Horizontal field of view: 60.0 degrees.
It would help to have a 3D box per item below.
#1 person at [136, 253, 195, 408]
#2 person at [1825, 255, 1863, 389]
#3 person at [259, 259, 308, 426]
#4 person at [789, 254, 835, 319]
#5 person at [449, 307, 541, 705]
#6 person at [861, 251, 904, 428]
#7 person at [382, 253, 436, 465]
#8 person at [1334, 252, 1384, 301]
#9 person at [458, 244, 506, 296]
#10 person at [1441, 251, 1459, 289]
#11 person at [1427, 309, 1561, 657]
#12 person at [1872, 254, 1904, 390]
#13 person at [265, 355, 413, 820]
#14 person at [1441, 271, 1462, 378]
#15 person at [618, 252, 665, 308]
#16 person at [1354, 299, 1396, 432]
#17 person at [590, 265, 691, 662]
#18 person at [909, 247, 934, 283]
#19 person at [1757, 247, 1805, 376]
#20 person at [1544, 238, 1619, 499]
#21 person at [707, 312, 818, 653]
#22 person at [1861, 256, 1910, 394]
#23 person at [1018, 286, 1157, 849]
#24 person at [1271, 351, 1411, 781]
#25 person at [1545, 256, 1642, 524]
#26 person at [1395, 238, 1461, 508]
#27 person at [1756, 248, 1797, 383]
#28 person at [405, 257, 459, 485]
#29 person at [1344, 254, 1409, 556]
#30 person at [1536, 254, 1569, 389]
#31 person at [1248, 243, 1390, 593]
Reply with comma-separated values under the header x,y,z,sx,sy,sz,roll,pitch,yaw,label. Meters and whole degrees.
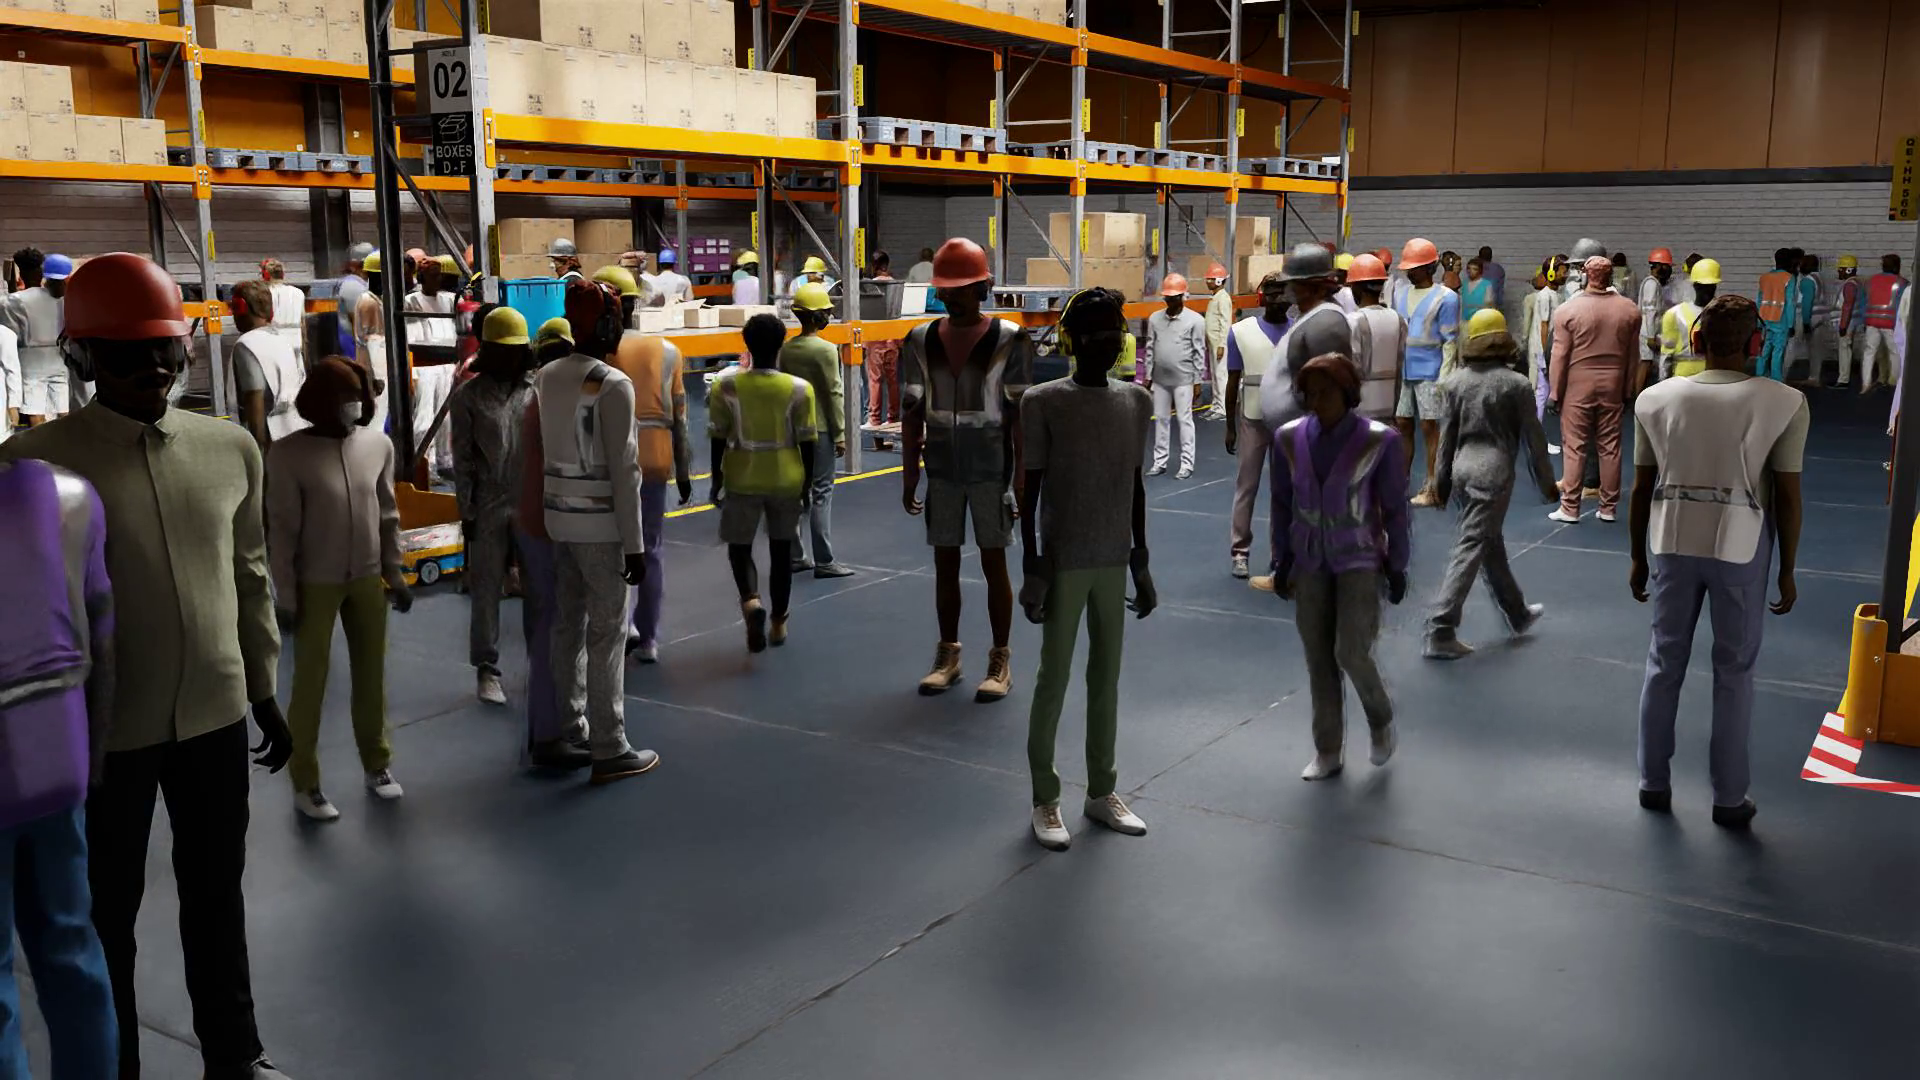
x,y,z,sx,sy,sz,roll,pitch,yaw,label
-7.933,-1.870,16.407,0.700,1.902,0.635,1,10,8,person
12.077,-2.970,22.692,0.403,1.825,0.593,6,12,29,person
-6.811,-1.897,16.715,0.401,1.835,0.563,8,13,36,person
-1.831,-2.682,21.036,0.627,1.847,0.429,0,10,2,person
-1.960,-0.147,7.291,0.484,1.739,0.320,-6,12,-32,person
-0.820,-2.116,17.741,0.598,1.908,0.410,-9,14,-42,person
-4.932,-1.624,15.008,0.584,1.911,0.391,1,10,4,person
4.170,-2.115,17.784,0.703,1.896,0.362,0,10,0,person
-5.249,-2.253,18.254,0.625,1.993,0.401,-2,10,-12,person
8.108,-3.875,27.645,0.346,1.847,0.506,2,10,10,person
2.634,-0.288,8.208,0.930,1.674,0.506,-6,12,-30,person
12.634,-2.959,22.612,0.396,1.836,0.562,0,10,2,person
-2.207,0.151,5.930,0.291,1.630,0.506,8,13,37,person
6.171,-2.573,21.017,0.270,1.631,0.509,2,10,10,person
-3.123,-1.788,15.913,0.651,1.906,0.401,-2,10,-13,person
2.690,-0.785,11.088,0.514,1.642,0.310,-6,12,-30,person
-1.577,-0.352,7.955,0.626,1.903,0.461,-6,12,-29,person
-0.600,-4.052,28.445,0.642,1.917,0.800,3,11,17,person
11.624,-3.179,23.540,0.678,1.931,0.685,3,11,16,person
4.870,-1.343,13.074,0.536,2.000,0.688,0,10,2,person
-0.949,-0.263,8.097,0.542,1.673,0.657,-2,10,-12,person
12.296,-2.843,22.026,0.919,1.801,0.635,-7,13,-36,person
0.432,0.091,5.597,0.508,1.872,0.328,-5,11,-25,person
1.415,0.105,6.219,0.513,1.623,0.390,8,13,39,person
4.501,-1.064,11.899,0.643,1.910,0.400,-1,10,-4,person
3.467,-1.259,12.628,0.396,2.033,0.605,-6,12,-32,person
10.617,-2.828,21.637,0.384,1.918,0.596,-3,11,-18,person
-4.379,-1.403,13.839,0.345,1.882,0.584,5,11,27,person
2.535,-0.818,10.455,0.552,1.932,0.377,-7,12,-34,person
8.031,-2.942,22.508,0.343,1.836,0.506,-5,11,-26,person
2.113,-0.698,9.496,0.815,2.000,0.693,3,11,15,person
